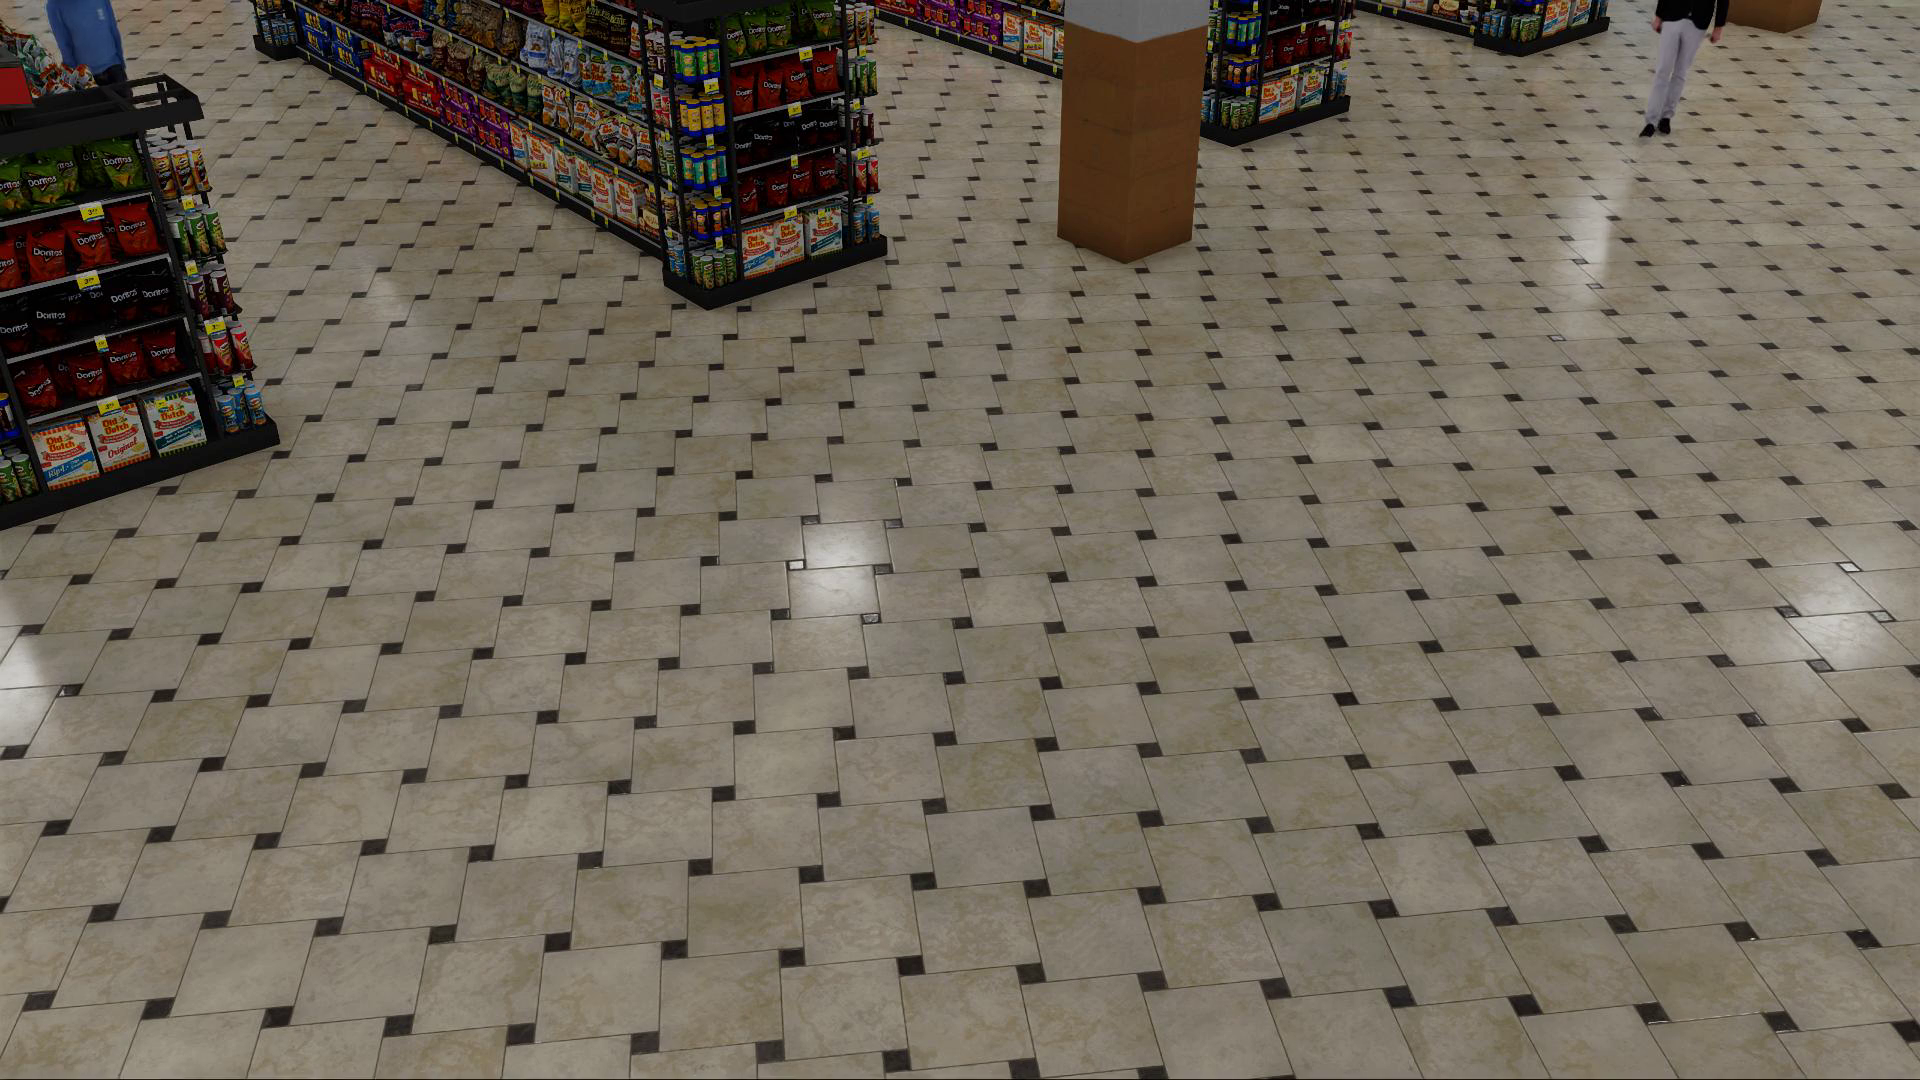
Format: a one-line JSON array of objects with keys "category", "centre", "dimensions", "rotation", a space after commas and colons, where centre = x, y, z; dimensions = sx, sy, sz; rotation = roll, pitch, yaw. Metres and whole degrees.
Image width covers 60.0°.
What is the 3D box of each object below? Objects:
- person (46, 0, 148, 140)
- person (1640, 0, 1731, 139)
[{"category": "person", "centre": [-6.655, -3.610, 12.728], "dimensions": [0.689, 1.788, 0.907], "rotation": [-27, 41, -36]}, {"category": "person", "centre": [6.024, -4.288, 13.782], "dimensions": [0.968, 1.825, 0.984], "rotation": [12, 34, 19]}]
